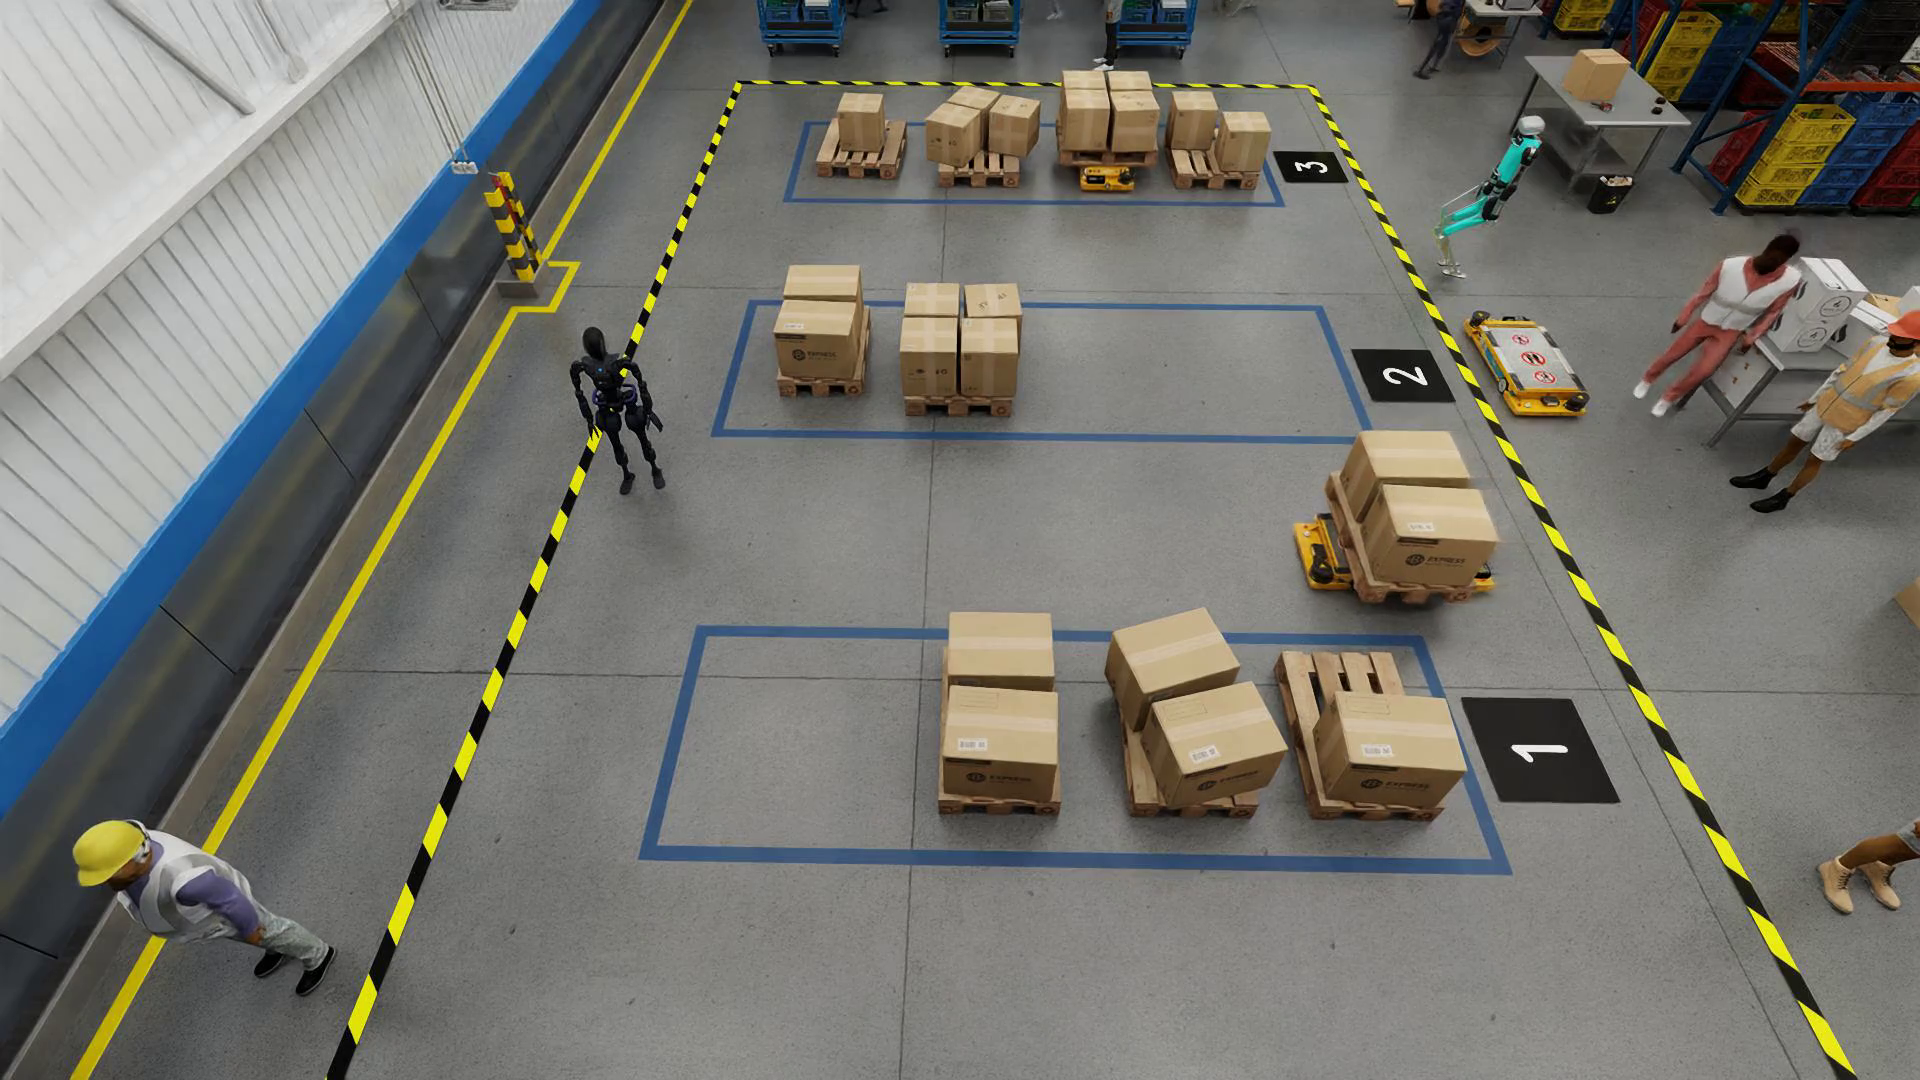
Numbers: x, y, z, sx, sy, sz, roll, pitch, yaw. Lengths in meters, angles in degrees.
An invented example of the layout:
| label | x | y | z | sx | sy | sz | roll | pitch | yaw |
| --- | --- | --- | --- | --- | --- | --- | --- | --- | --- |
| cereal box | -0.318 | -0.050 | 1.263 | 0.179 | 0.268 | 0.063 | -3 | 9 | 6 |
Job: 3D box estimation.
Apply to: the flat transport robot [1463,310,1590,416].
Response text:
| label | x | y | z | sx | sy | sz | roll | pitch | yaw |
| --- | --- | --- | --- | --- | --- | --- | --- | --- | --- |
| flat transport robot | 5.573 | -1.757 | 9.054 | 0.659 | 0.231 | 1.431 | 1 | 49 | 1 |

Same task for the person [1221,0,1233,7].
| label | x | y | z | sx | sy | sz | roll | pitch | yaw |
| --- | --- | --- | --- | --- | --- | --- | --- | --- | --- |
| person | 4.477 | -9.612 | 14.822 | 0.520 | 1.829 | 0.489 | 32 | 56 | 24 |

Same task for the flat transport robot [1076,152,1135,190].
| label | x | y | z | sx | sy | sz | roll | pitch | yaw |
| --- | --- | --- | --- | --- | --- | --- | --- | --- | --- |
| flat transport robot | 1.845 | -4.957 | 11.806 | 0.652 | 0.197 | 1.431 | 1 | 49 | 1 |

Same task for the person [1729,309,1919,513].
| label | x | y | z | sx | sy | sz | roll | pitch | yaw |
| --- | --- | --- | --- | --- | --- | --- | --- | --- | --- |
| person | 6.977 | -1.000 | 7.295 | 0.357 | 1.935 | 0.551 | -2 | 49 | -2 |

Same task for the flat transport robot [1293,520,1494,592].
| label | x | y | z | sx | sy | sz | roll | pitch | yaw |
| --- | --- | --- | --- | --- | --- | --- | --- | --- | --- |
| flat transport robot | 3.507 | 0.093 | 7.434 | 1.431 | 0.197 | 0.652 | 1 | 49 | 1 |

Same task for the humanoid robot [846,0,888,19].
| label | x | y | z | sx | sy | sz | roll | pitch | yaw |
| --- | --- | --- | --- | --- | --- | --- | --- | --- | --- |
| humanoid robot | -1.548 | -9.268 | 14.649 | 0.795 | 1.622 | 0.603 | -17 | 51 | -14 |

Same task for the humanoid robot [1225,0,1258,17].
| label | x | y | z | sx | sy | sz | roll | pitch | yaw |
| --- | --- | --- | --- | --- | --- | --- | --- | --- | --- |
| humanoid robot | 4.785 | -9.355 | 14.668 | 0.910 | 1.773 | 0.550 | -9 | 50 | -8 |

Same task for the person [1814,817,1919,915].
| label | x | y | z | sx | sy | sz | roll | pitch | yaw |
| --- | --- | --- | --- | --- | --- | --- | --- | --- | --- |
| person | 5.652 | 1.545 | 5.026 | 0.614 | 2.038 | 0.378 | -2 | 49 | -2 |

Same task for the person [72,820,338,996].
| label | x | y | z | sx | sy | sz | roll | pitch | yaw |
| --- | --- | --- | --- | --- | --- | --- | --- | --- | --- |
| person | -3.945 | 1.940 | 4.818 | 0.598 | 1.834 | 0.404 | 16 | 51 | 14 |

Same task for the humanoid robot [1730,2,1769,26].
| label | x | y | z | sx | sy | sz | roll | pitch | yaw |
| --- | --- | --- | --- | --- | --- | --- | --- | --- | --- |
| humanoid robot | 11.238 | -7.576 | 13.153 | 0.796 | 1.815 | 0.553 | -5 | 49 | -4 |

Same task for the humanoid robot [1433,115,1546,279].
| label | x | y | z | sx | sy | sz | roll | pitch | yaw |
| --- | --- | --- | --- | --- | --- | --- | --- | --- | --- |
| humanoid robot | 5.367 | -3.569 | 9.560 | 0.735 | 1.681 | 0.533 | 8 | 50 | 7 |

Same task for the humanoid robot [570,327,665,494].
| label | x | y | z | sx | sy | sz | roll | pitch | yaw |
| --- | --- | --- | --- | --- | --- | --- | --- | --- | --- |
| humanoid robot | -2.773 | -1.040 | 7.493 | 0.599 | 1.655 | 0.315 | -8 | 50 | -7 |

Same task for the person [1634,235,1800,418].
| label | x | y | z | sx | sy | sz | roll | pitch | yaw |
| --- | --- | --- | --- | --- | --- | --- | --- | --- | --- |
| person | 6.731 | -1.907 | 8.130 | 0.614 | 1.867 | 0.626 | 25 | 54 | 20 |

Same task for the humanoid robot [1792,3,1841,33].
| label | x | y | z | sx | sy | sz | roll | pitch | yaw |
| --- | --- | --- | --- | --- | --- | --- | --- | --- | --- |
| humanoid robot | 12.311 | -7.561 | 13.105 | 0.622 | 1.801 | 0.530 | -5 | 49 | -5 |

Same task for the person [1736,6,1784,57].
| label | x | y | z | sx | sy | sz | roll | pitch | yaw |
| --- | --- | --- | --- | --- | --- | --- | --- | --- | --- |
| person | 12.115 | -8.099 | 13.484 | 0.527 | 1.870 | 0.317 | -2 | 49 | -2 |

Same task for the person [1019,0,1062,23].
| label | x | y | z | sx | sy | sz | roll | pitch | yaw |
| --- | --- | --- | --- | --- | --- | --- | --- | --- | --- |
| person | 1.251 | -9.092 | 14.450 | 0.877 | 1.703 | 0.496 | 3 | 49 | 2 |

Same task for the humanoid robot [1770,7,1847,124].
| label | x | y | z | sx | sy | sz | roll | pitch | yaw |
| --- | --- | --- | --- | --- | --- | --- | --- | --- | --- |
| humanoid robot | 10.937 | -5.990 | 11.782 | 0.319 | 1.648 | 0.608 | 11 | 50 | 10 |

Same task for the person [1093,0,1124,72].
| label | x | y | z | sx | sy | sz | roll | pitch | yaw |
| --- | --- | --- | --- | --- | --- | --- | --- | --- | --- |
| person | 2.179 | -7.764 | 13.207 | 0.373 | 1.852 | 0.588 | 5 | 49 | 4 |

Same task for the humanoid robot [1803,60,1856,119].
| label | x | y | z | sx | sy | sz | roll | pitch | yaw |
| --- | --- | --- | --- | --- | --- | --- | --- | --- | --- |
| humanoid robot | 10.804 | -5.610 | 11.447 | 0.343 | 1.656 | 0.601 | 16 | 51 | 14 |

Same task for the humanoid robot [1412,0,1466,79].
| label | x | y | z | sx | sy | sz | roll | pitch | yaw |
| --- | --- | --- | --- | --- | --- | --- | --- | --- | --- |
| humanoid robot | 7.024 | -7.515 | 13.111 | 0.574 | 1.632 | 0.593 | 5 | 49 | 4 |
